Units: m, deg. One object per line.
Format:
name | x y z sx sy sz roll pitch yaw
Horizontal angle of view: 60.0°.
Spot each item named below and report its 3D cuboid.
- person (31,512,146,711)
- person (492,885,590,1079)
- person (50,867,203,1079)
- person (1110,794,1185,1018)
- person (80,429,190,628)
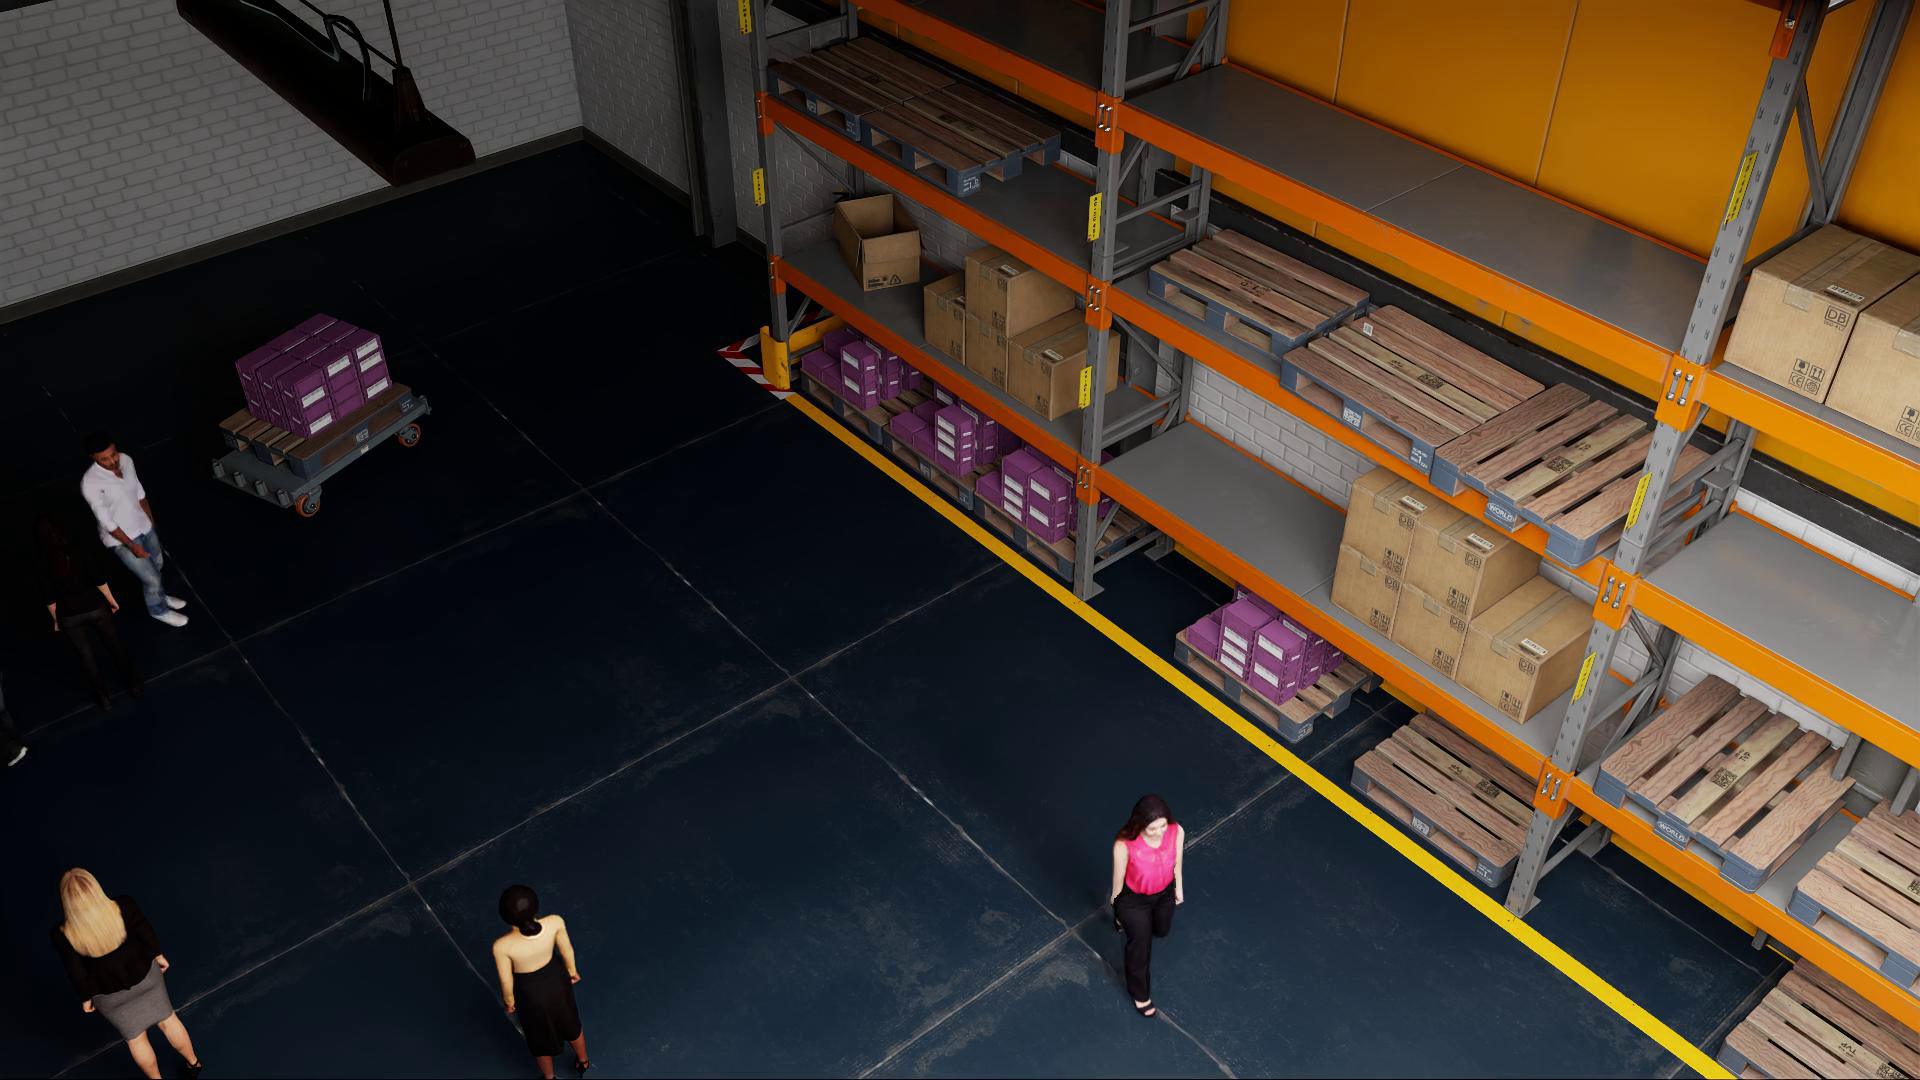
person | -6.087 0.493 11.541 0.602 1.642 0.523 -23 44 -26
person | -2.287 2.455 9.075 0.597 1.654 0.564 -23 44 -26
person | -4.496 2.409 8.980 0.620 1.843 0.546 -31 48 -33
person | 1.041 2.013 9.639 0.716 1.640 0.986 -17 42 -20
person | -6.115 -0.059 12.123 0.874 1.778 0.824 5 39 6
